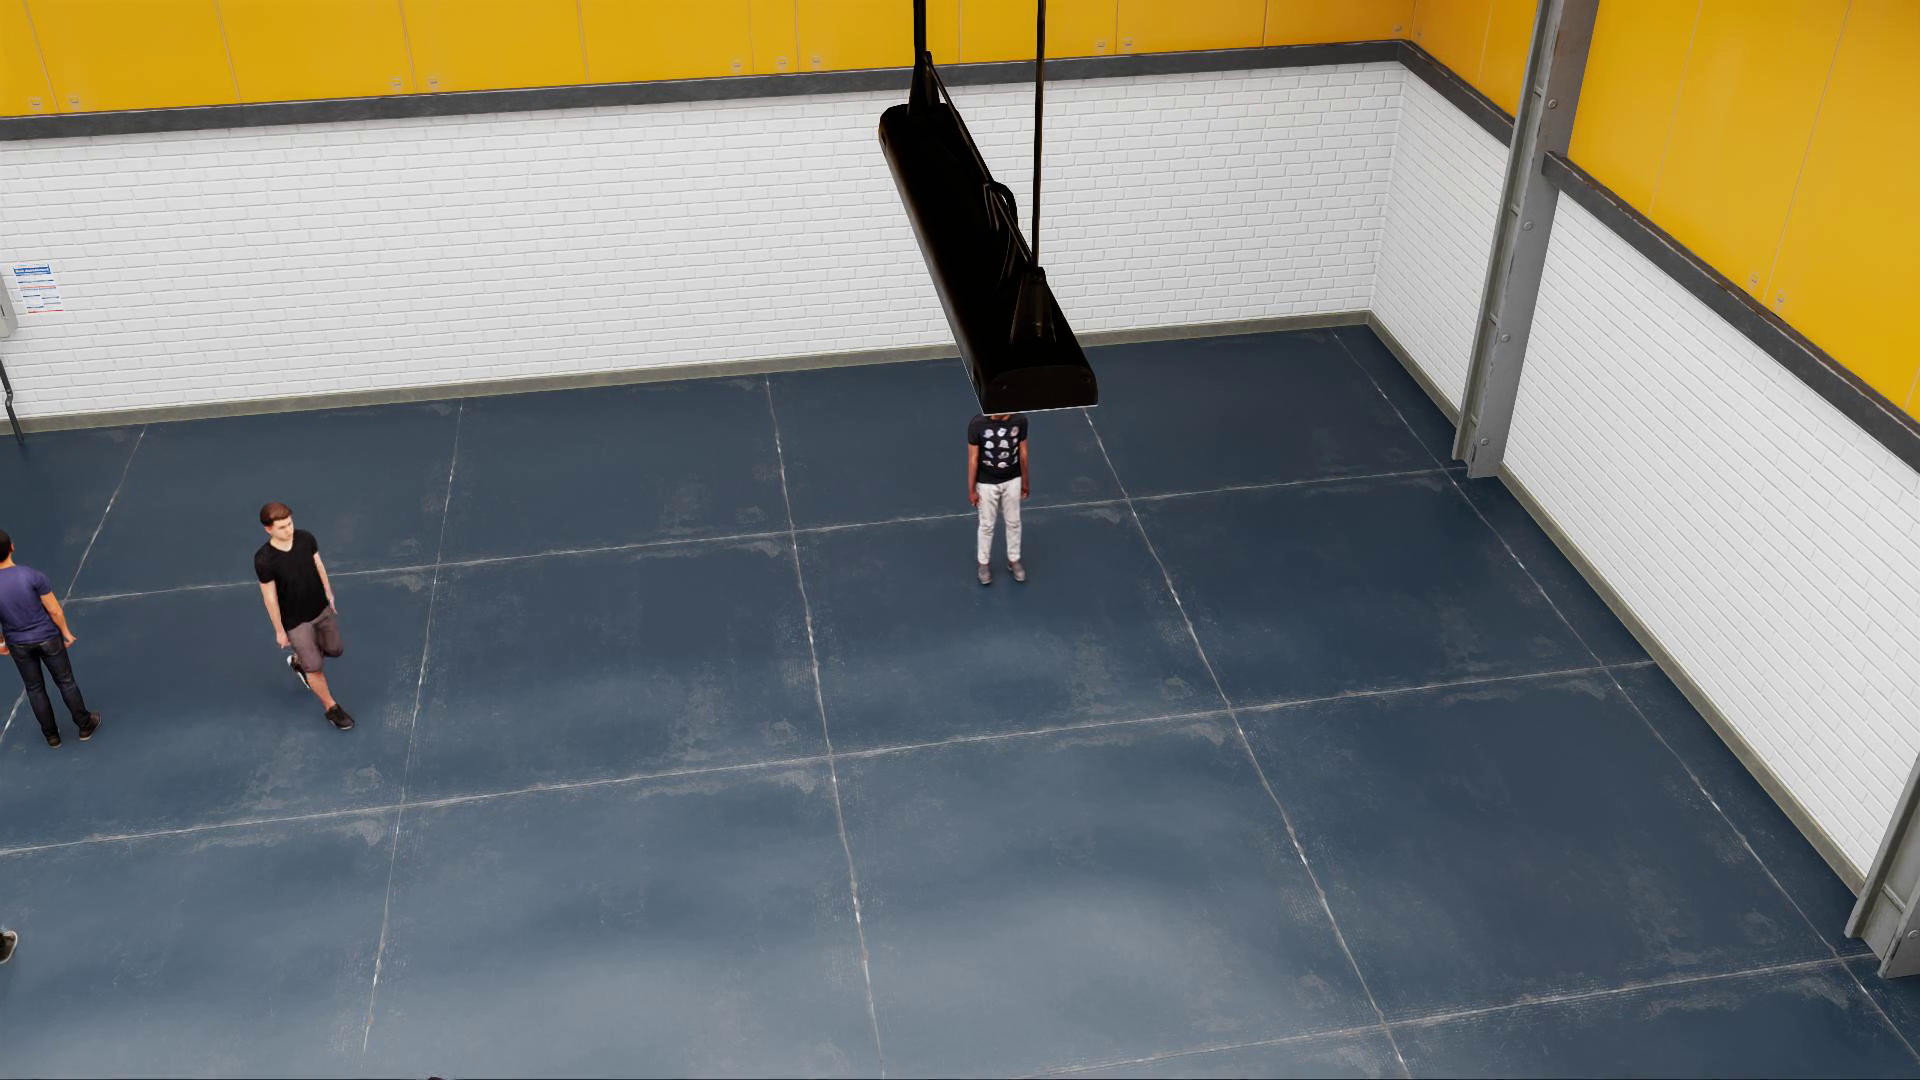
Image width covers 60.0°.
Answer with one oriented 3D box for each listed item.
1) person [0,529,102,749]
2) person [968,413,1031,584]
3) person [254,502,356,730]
[{"bbox_3d":[-6.512,0.691,11.671,0.682,1.793,0.596,-12,36,-18],"label":"person"},{"bbox_3d":[0.310,-0.482,13.429,0.654,1.800,0.595,-7,34,-10],"label":"person"},{"bbox_3d":[-4.755,0.496,11.918,1.092,1.845,1.037,21,39,28],"label":"person"}]
